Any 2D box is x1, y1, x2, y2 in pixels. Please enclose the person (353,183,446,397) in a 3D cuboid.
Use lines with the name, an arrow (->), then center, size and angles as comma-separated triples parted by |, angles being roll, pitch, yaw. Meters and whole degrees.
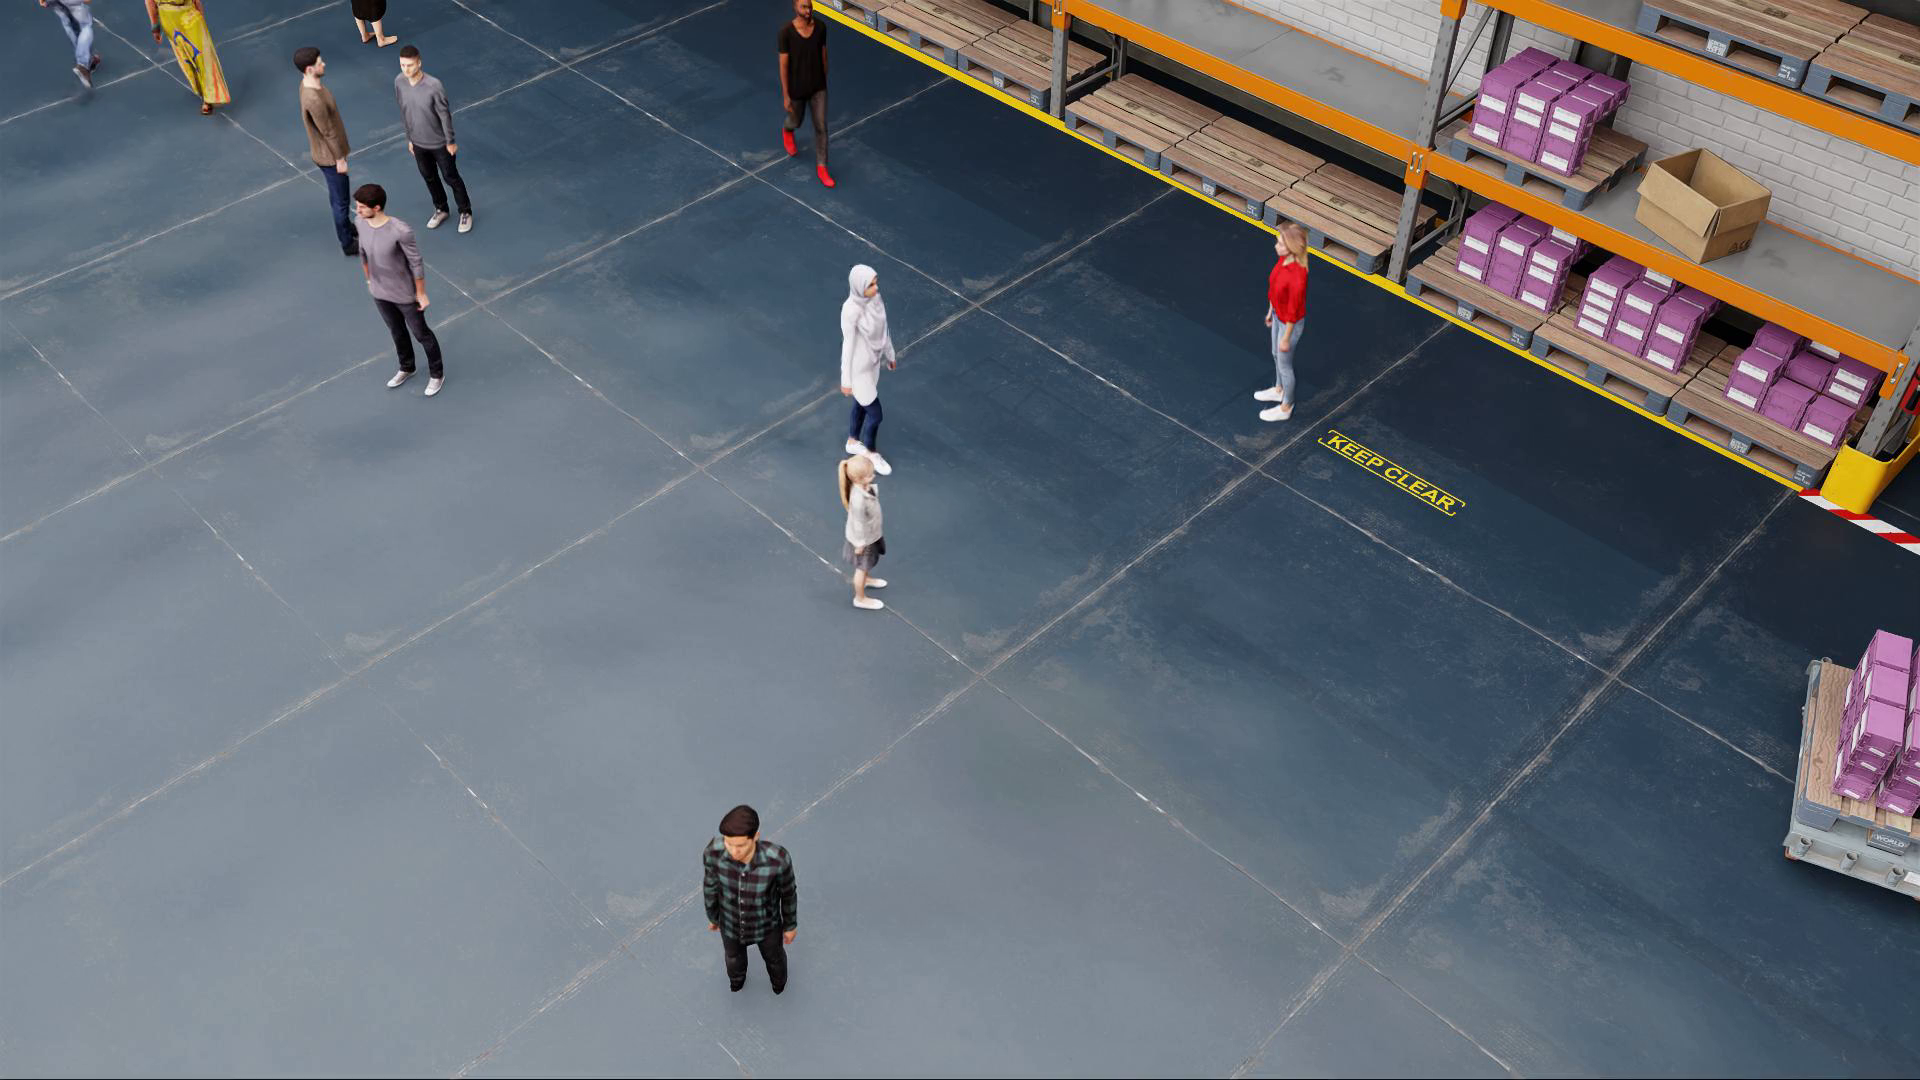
person -> -4.340, -1.956, 12.829 | 0.633, 1.851, 0.805 | 16, 46, 16

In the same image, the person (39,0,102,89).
person -> -8.907, -5.378, 16.435 | 1.055, 1.830, 1.141 | -3, 44, -3

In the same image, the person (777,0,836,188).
person -> -1.449, -4.181, 15.218 | 0.939, 1.776, 1.219 | -16, 46, -16

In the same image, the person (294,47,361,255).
person -> -5.407, -3.337, 14.254 | 0.782, 1.884, 0.631 | -16, 46, -16

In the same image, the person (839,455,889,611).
person -> -0.663, -0.072, 11.268 | 0.666, 1.275, 0.615 | 3, 44, 3

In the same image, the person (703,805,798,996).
person -> -1.134, 2.001, 8.918 | 0.707, 1.715, 0.781 | 5, 44, 6

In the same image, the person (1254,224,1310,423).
person -> 2.479, -1.654, 12.621 | 0.762, 1.699, 0.684 | -4, 44, -4

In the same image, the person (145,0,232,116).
person -> -7.578, -5.048, 16.244 | 1.228, 1.617, 1.337 | -4, 44, -4

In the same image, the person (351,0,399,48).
person -> -6.207, -5.895, 17.127 | 0.588, 1.624, 0.703 | 21, 47, 20

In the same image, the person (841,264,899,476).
person -> -0.784, -1.285, 12.189 | 0.781, 1.760, 0.732 | 21, 48, 21

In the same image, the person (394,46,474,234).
person -> -4.616, -3.508, 14.526 | 0.639, 1.757, 0.759 | 11, 45, 11
